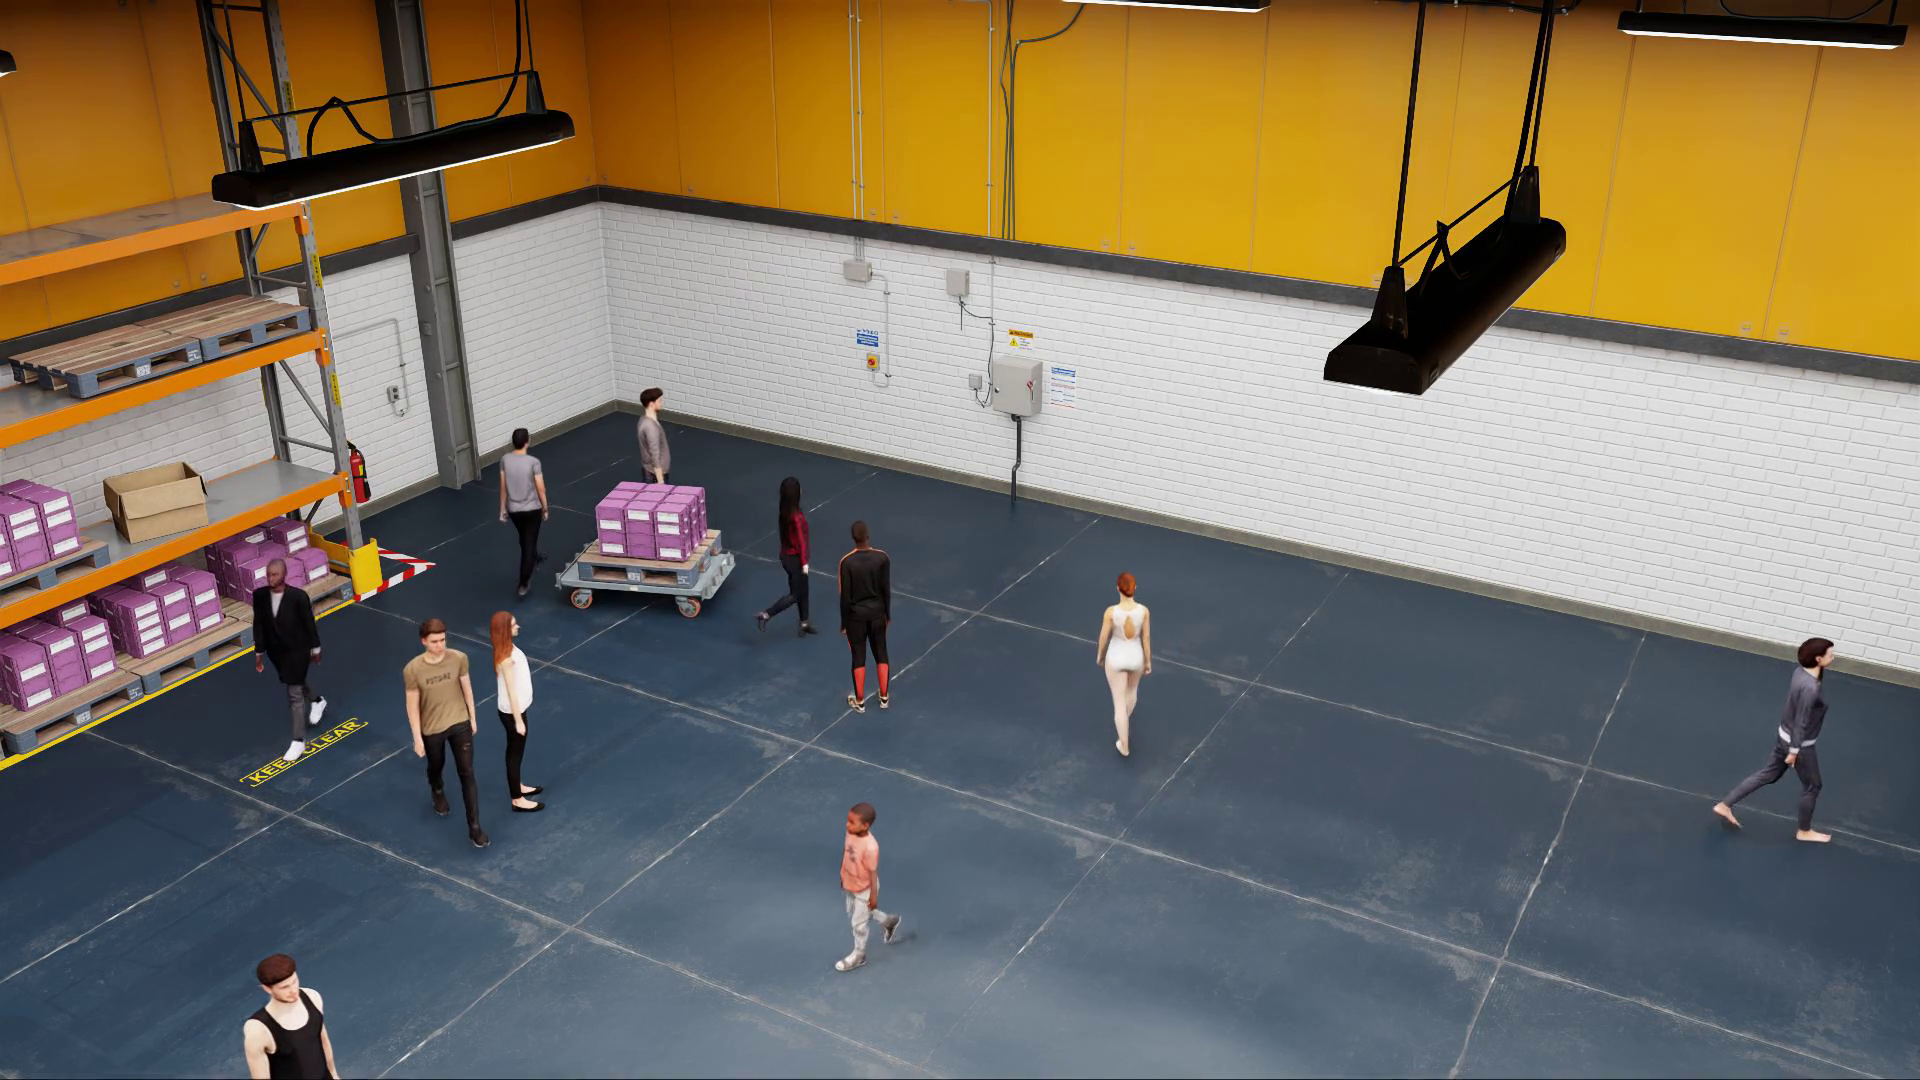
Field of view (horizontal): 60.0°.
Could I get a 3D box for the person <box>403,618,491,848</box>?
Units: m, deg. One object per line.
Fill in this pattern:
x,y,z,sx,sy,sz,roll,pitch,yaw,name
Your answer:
-4.064,1.436,13.010,1.259,1.798,1.190,-11,26,-24,person

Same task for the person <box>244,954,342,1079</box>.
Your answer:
-3.637,3.065,9.170,0.757,1.889,0.512,11,26,23,person

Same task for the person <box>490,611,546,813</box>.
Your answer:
-3.580,1.355,13.291,0.701,1.722,0.636,-6,24,-13,person

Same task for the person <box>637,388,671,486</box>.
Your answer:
-3.272,-0.703,17.778,0.849,1.900,0.781,-5,24,-11,person

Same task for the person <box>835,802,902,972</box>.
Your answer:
-0.632,2.360,11.519,0.848,1.299,0.707,-14,27,-29,person

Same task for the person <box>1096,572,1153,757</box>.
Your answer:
1.417,1.080,14.051,0.916,1.617,1.015,-4,24,-8,person

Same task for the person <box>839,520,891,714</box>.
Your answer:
-0.834,0.669,14.755,0.688,1.807,0.756,-7,25,-16,person

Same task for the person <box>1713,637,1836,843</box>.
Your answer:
6.367,1.537,12.859,0.923,1.734,1.114,4,24,9,person

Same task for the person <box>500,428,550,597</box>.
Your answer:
-4.474,-0.260,17.013,0.889,1.701,1.234,4,24,9,person

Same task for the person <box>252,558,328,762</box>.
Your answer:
-5.709,0.927,14.271,0.917,1.722,1.241,3,24,8,person

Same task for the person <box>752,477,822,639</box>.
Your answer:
-1.678,0.220,16.008,1.003,1.625,0.917,-7,25,-15,person
